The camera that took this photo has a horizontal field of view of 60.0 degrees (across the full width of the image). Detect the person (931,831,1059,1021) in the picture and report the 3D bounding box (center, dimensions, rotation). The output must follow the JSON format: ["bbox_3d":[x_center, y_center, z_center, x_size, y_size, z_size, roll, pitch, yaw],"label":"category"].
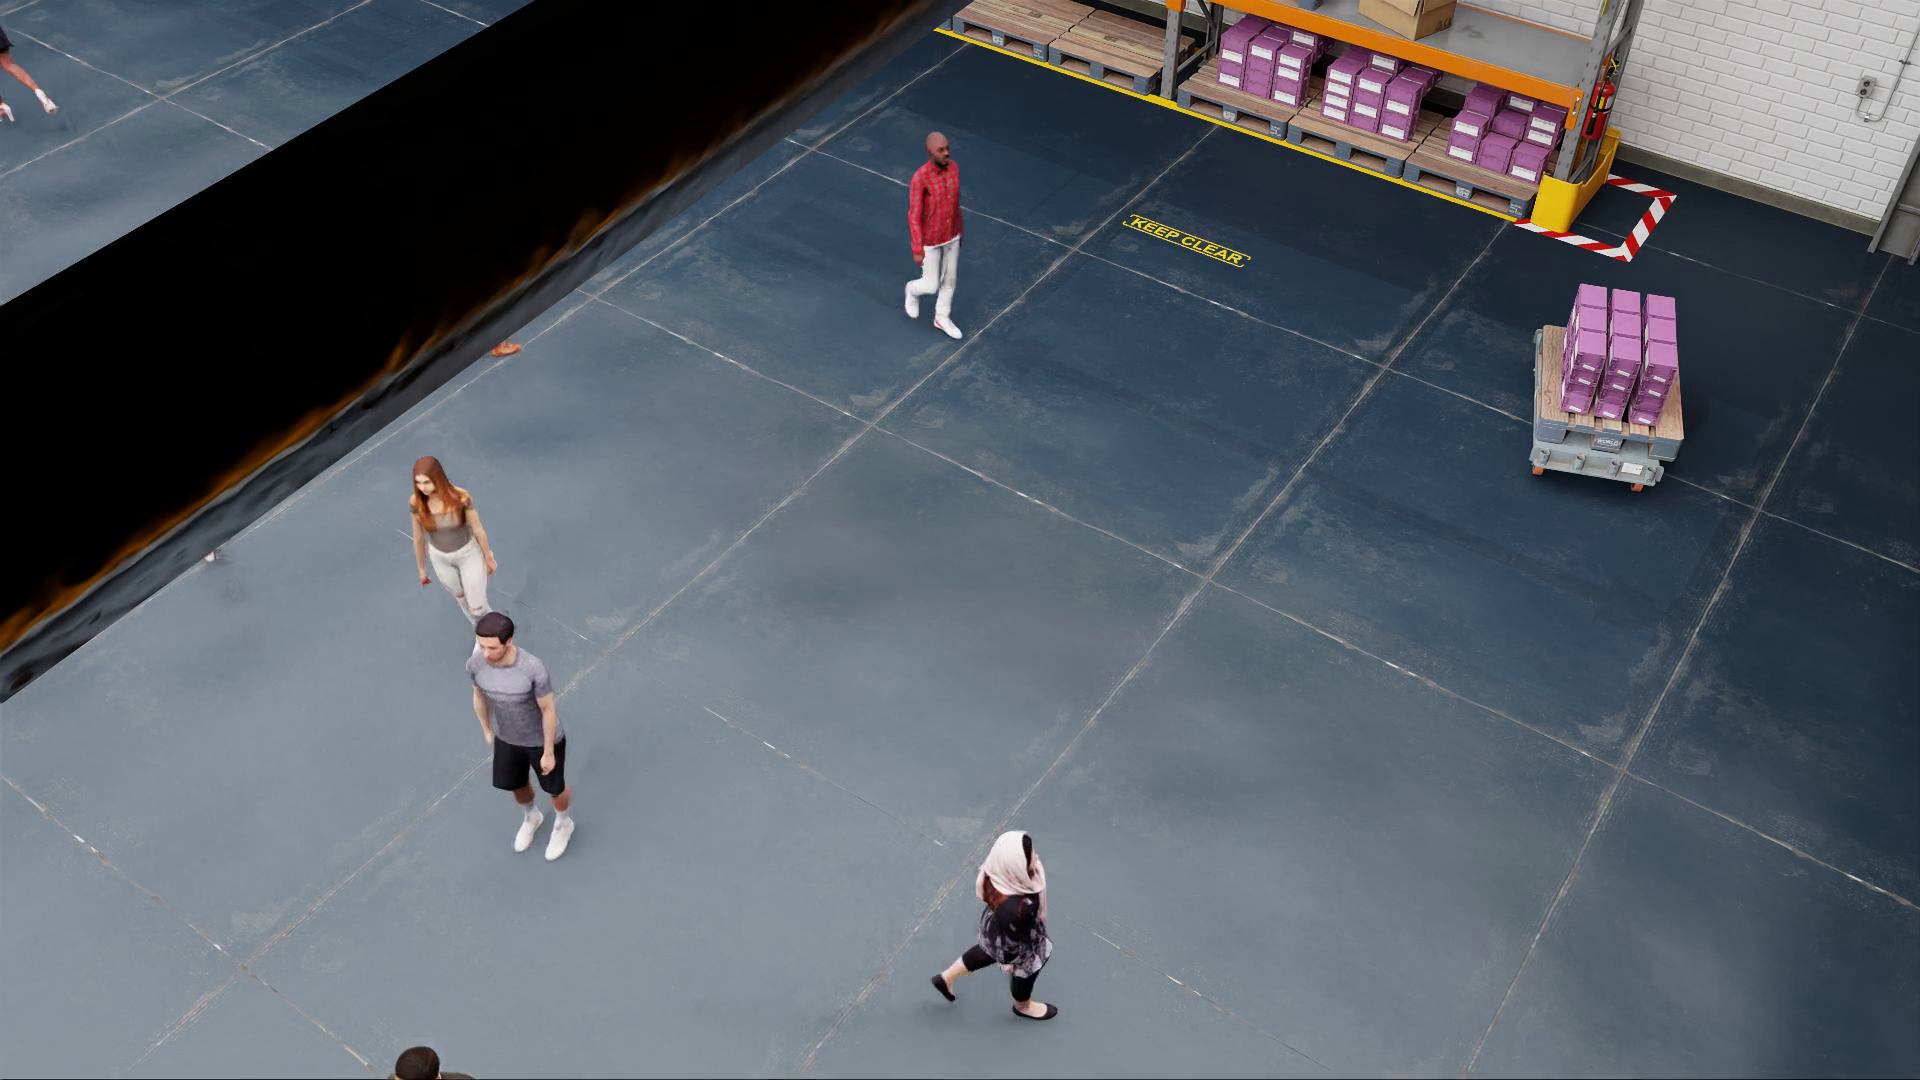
[{"bbox_3d":[0.191,2.049,8.801,1.043,1.617,0.948,-2,44,-2],"label":"person"}]

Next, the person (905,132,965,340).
[{"bbox_3d":[-0.239,-2.491,13.426,0.814,1.811,0.947,-28,50,-26],"label":"person"}]

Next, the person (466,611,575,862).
[{"bbox_3d":[-2.471,1.091,9.627,0.702,1.865,0.829,12,45,12],"label":"person"}]

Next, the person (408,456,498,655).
[{"bbox_3d":[-3.240,0.070,10.808,0.679,1.714,0.780,1,44,1],"label":"person"}]

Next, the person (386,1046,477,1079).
[{"bbox_3d":[-2.365,2.863,7.815,0.667,1.799,0.817,4,44,4],"label":"person"}]
